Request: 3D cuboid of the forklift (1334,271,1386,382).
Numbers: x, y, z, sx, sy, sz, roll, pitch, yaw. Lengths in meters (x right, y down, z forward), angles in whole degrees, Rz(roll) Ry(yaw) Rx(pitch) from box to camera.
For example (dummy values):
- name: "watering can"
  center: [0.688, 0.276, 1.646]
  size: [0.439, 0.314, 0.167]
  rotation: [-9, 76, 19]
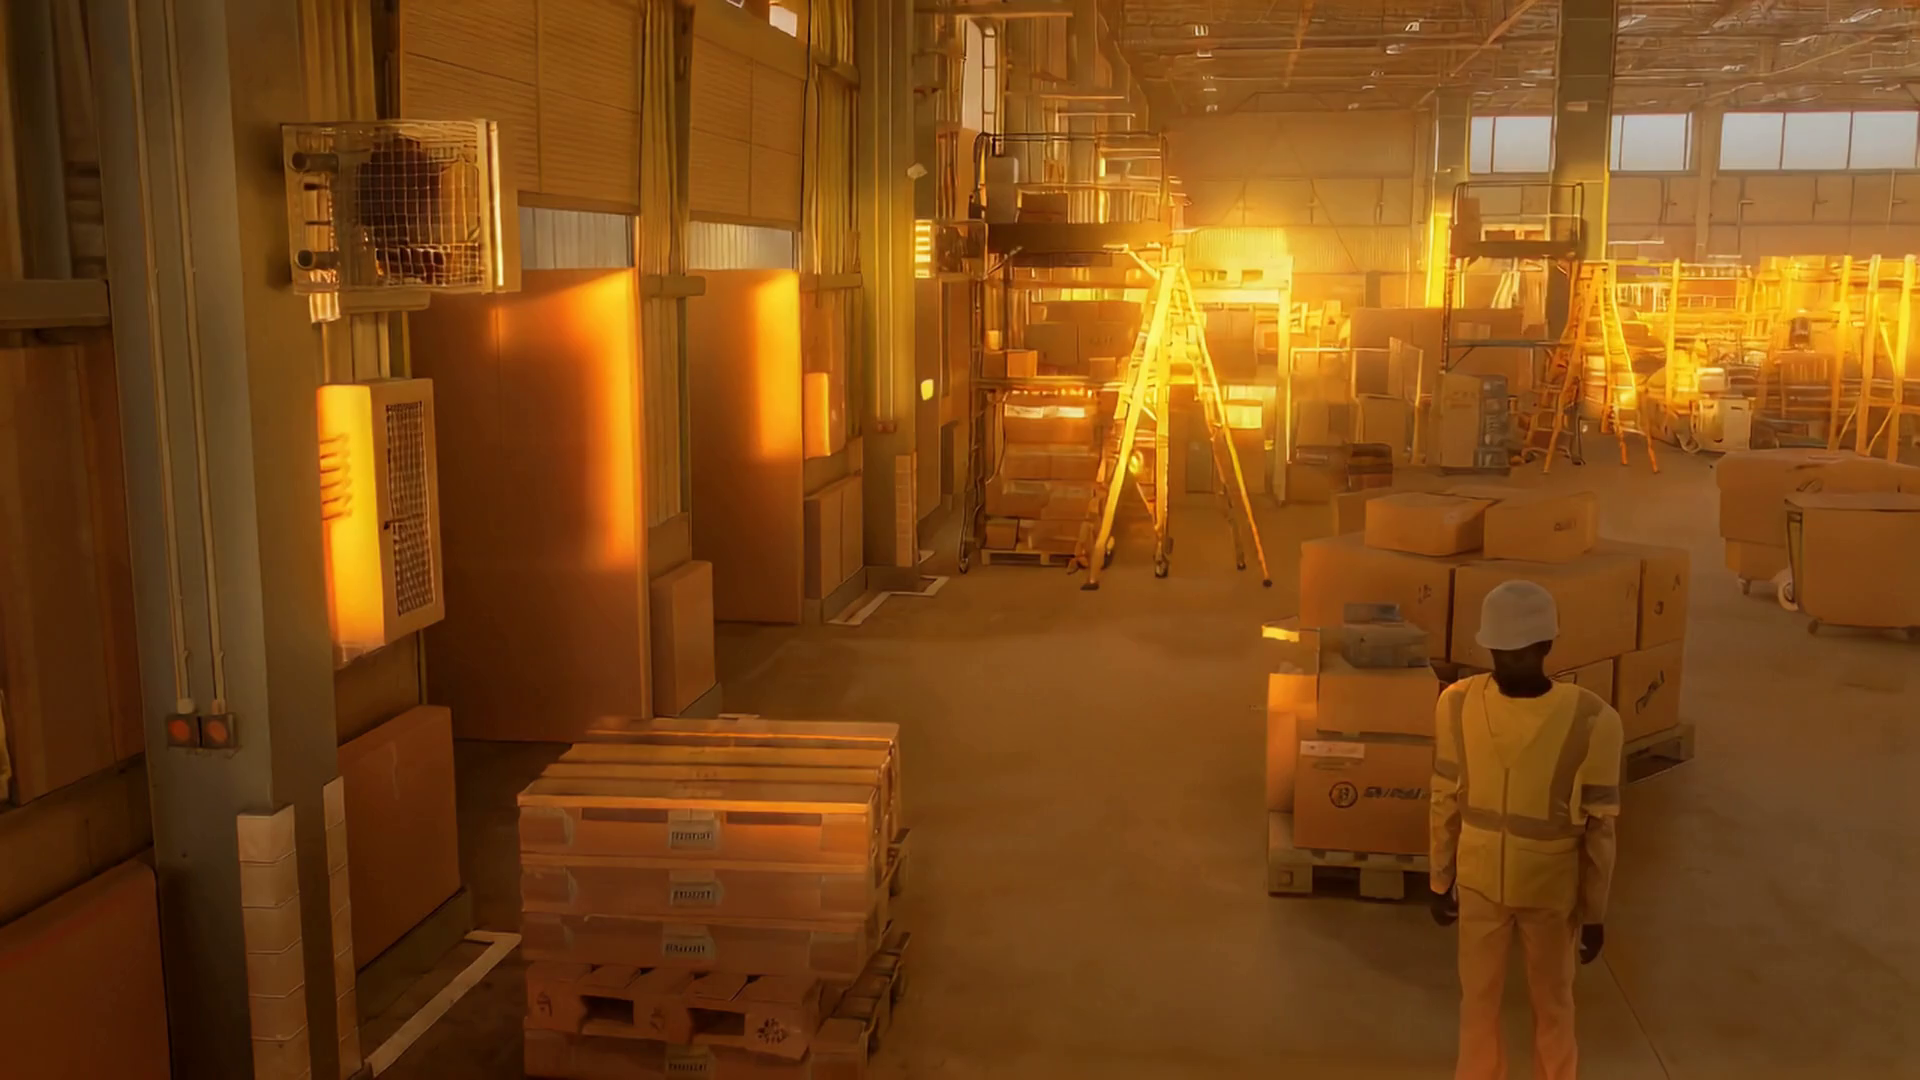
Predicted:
- name: "forklift"
  center: [10.436, -5.400, 42.069]
  size: [1.873, 2.768, 1.129]
  rotation: [1, 9, 9]

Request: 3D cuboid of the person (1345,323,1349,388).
- name: "person"
  center: [9.464, -4.577, 39.879]
  size: [0.545, 1.943, 0.347]
  rotation: [-6, 11, -35]

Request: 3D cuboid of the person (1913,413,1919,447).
- name: "person"
  center: [15.633, -2.342, 26.749]
  size: [0.346, 1.736, 0.484]
  rotation: [9, 13, 43]

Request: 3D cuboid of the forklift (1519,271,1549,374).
- name: "forklift"
  center: [15.894, -5.998, 45.760]
  size: [1.873, 2.768, 1.129]
  rotation: [-3, 10, -19]

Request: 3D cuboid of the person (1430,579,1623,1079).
- name: "person"
  center: [1.724, 1.064, 5.170]
  size: [0.585, 1.920, 0.395]
  rotation: [7, 12, 38]

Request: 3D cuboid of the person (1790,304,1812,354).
- name: "person"
  center: [23.224, -5.555, 46.006]
  size: [0.556, 1.905, 0.814]
  rotation: [2, 9, 11]

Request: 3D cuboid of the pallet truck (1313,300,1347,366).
- name: "pallet truck"
  center: [11.159, -6.200, 49.718]
  size: [0.823, 1.965, 1.885]
  rotation: [4, 10, 26]

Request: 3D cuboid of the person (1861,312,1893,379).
- name: "person"
  center: [20.630, -4.171, 37.496]
  size: [0.898, 1.904, 0.694]
  rotation: [-8, 12, -39]

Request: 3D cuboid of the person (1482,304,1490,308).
- name: "person"
  center: [15.254, -5.906, 48.255]
  size: [0.653, 1.876, 1.051]
  rotation: [-2, 9, -11]
